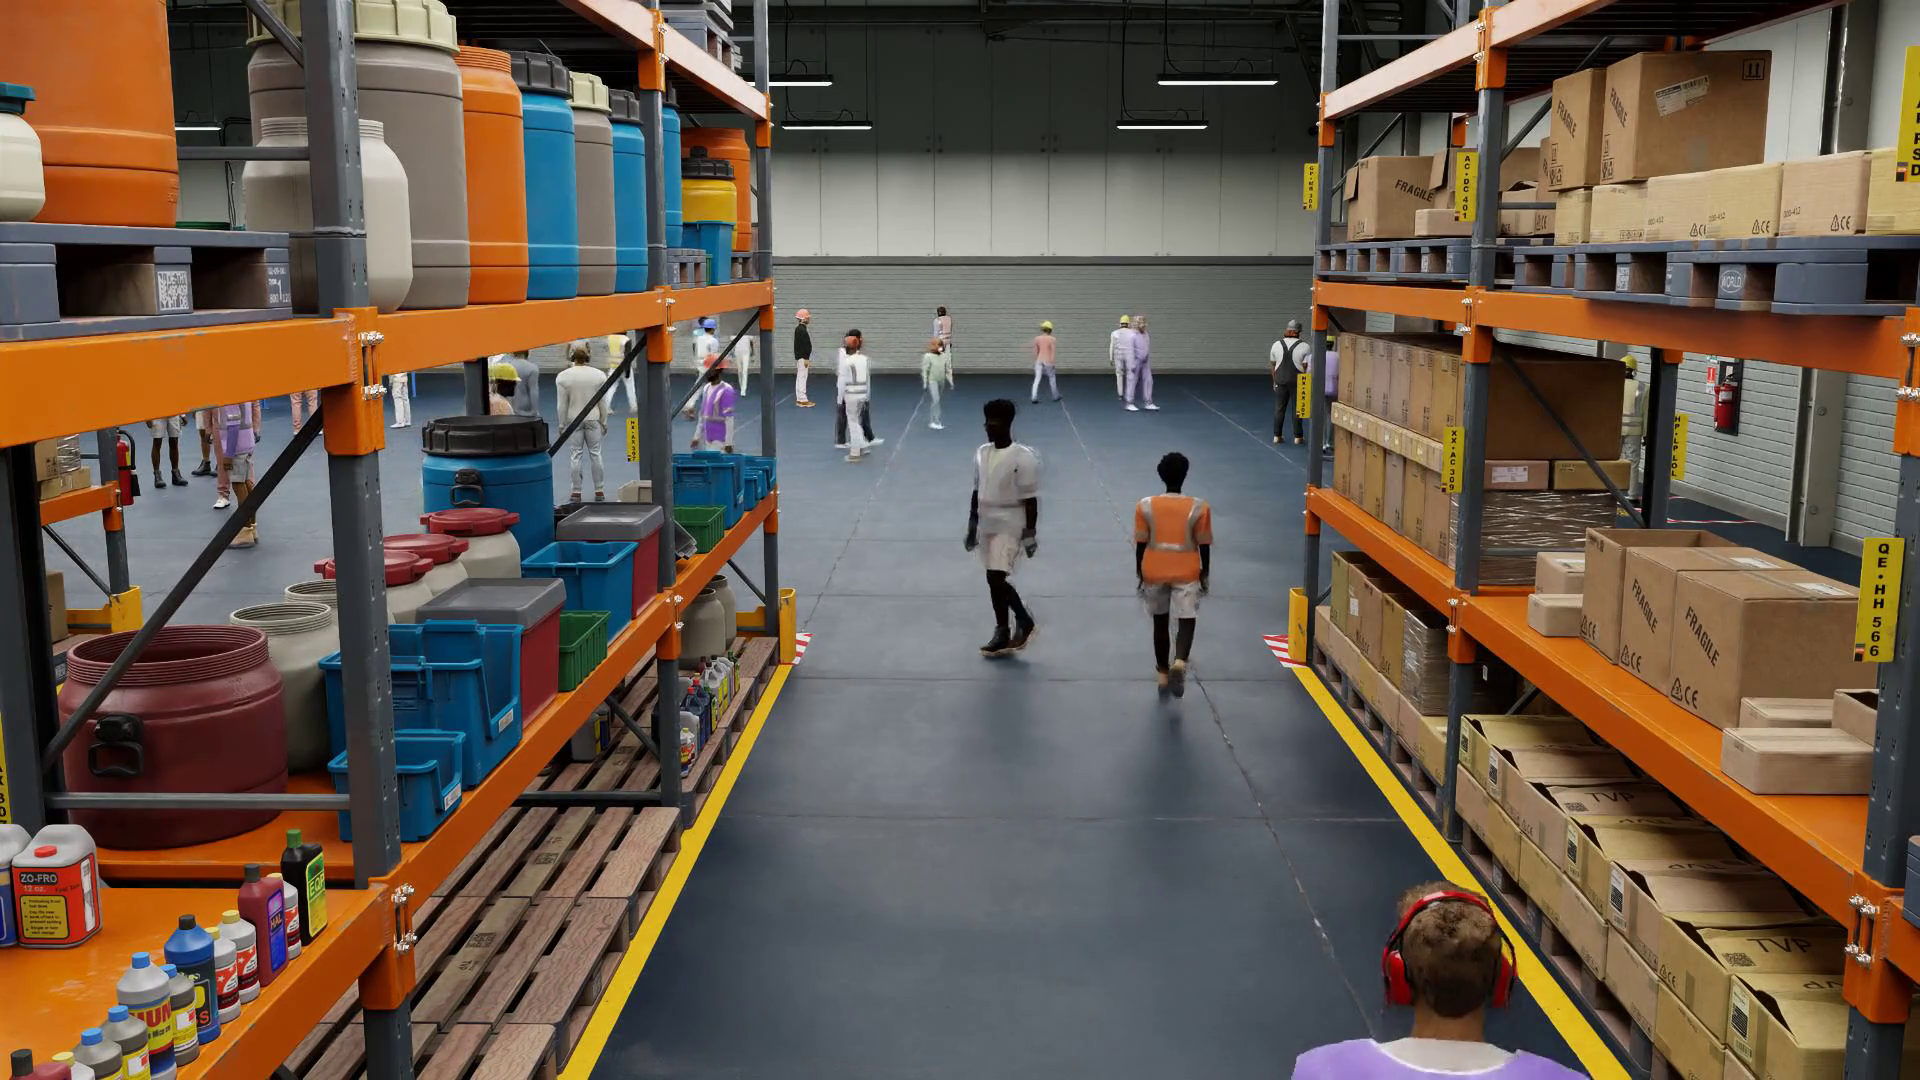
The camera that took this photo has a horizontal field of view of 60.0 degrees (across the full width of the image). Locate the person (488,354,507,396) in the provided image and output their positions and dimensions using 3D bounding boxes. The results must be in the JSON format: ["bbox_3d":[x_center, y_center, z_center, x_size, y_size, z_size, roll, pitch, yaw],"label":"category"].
[{"bbox_3d":[-8.417,-2.877,30.122,0.526,1.621,0.527,1,10,8],"label":"person"}]

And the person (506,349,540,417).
[{"bbox_3d":[-6.056,-1.813,22.981,0.650,1.886,1.015,3,10,20],"label":"person"}]

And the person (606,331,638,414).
[{"bbox_3d":[-6.664,-3.368,32.548,0.630,1.808,0.932,5,11,29],"label":"person"}]

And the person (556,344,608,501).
[{"bbox_3d":[-4.687,-1.457,20.675,0.627,1.940,0.371,-3,10,-19],"label":"person"}]

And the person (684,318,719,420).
[{"bbox_3d":[-4.802,-3.229,31.390,0.602,1.913,0.946,7,12,37],"label":"person"}]

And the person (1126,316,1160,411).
[{"bbox_3d":[3.640,-3.487,33.010,0.796,1.878,0.669,9,13,43],"label":"person"}]

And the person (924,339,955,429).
[{"bbox_3d":[-0.343,-2.751,29.416,0.510,1.599,0.769,-7,12,-35],"label":"person"}]

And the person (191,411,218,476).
[{"bbox_3d":[-10.443,-1.853,23.048,0.545,1.939,0.374,3,10,20],"label":"person"}]

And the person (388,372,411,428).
[{"bbox_3d":[-10.059,-2.825,29.776,0.311,1.636,0.523,2,10,13],"label":"person"}]

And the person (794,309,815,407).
[{"bbox_3d":[-3.225,-3.753,34.257,0.375,1.997,0.609,-3,10,-17],"label":"person"}]

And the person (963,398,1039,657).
[{"bbox_3d":[0.286,-0.092,12.456,0.415,1.947,0.613,-7,12,-35],"label":"person"}]

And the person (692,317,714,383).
[{"bbox_3d":[-5.965,-4.348,38.718,0.541,1.696,0.315,-1,10,-8],"label":"person"}]

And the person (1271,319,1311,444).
[{"bbox_3d":[5.467,-2.601,27.354,0.677,2.000,0.536,5,11,29],"label":"person"}]

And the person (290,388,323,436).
[{"bbox_3d":[-11.232,-2.732,28.421,0.646,1.904,0.401,-2,10,-13],"label":"person"}]

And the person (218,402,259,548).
[{"bbox_3d":[-7.567,-0.957,17.362,0.365,2.047,0.608,-2,10,-11],"label":"person"}]

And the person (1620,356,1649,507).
[{"bbox_3d":[8.064,-1.317,20.189,0.586,1.822,0.403,5,11,27],"label":"person"}]

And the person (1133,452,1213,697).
[{"bbox_3d":[1.431,0.244,11.270,0.540,1.678,0.666,2,10,14],"label":"person"}]

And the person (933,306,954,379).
[{"bbox_3d":[-0.451,-4.995,42.168,0.621,1.841,0.429,-8,12,-40],"label":"person"}]

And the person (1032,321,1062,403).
[{"bbox_3d":[1.802,-3.752,35.104,0.541,1.715,0.929,6,11,33],"label":"person"}]

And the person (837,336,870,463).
[{"bbox_3d":[-1.588,-2.085,24.638,0.414,1.872,0.615,7,12,36],"label":"person"}]

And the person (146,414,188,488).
[{"bbox_3d":[-10.505,-1.673,22.003,0.372,1.928,0.543,8,12,39],"label":"person"}]

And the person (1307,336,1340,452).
[{"bbox_3d":[5.737,-2.327,26.104,0.601,1.882,0.993,1,10,5],"label":"person"}]

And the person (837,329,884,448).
[{"bbox_3d":[-1.634,-2.432,26.676,0.886,1.884,0.614,-7,12,-36],"label":"person"}]

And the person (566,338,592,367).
[{"bbox_3d":[-8.107,-3.856,35.341,0.497,1.848,0.467,-8,12,-39],"label":"person"}]

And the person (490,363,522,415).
[{"bbox_3d":[-4.665,-0.903,17.489,0.848,1.898,0.605,-3,10,-16],"label":"person"}]

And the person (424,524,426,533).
[{"bbox_3d":[-3.298,0.129,11.310,0.642,1.899,1.013,0,9,1],"label":"person"}]

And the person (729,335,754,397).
[{"bbox_3d":[-4.850,-4.117,36.952,0.532,1.830,0.960,0,9,-1],"label":"person"}]

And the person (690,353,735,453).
[{"bbox_3d":[-2.801,-1.164,18.940,0.398,1.933,0.563,-7,12,-35],"label":"person"}]

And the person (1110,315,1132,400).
[{"bbox_3d":[3.537,-3.948,35.985,0.608,1.805,0.724,1,10,5],"label":"person"}]

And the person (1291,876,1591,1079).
[{"bbox_3d":[0.870,1.552,3.054,0.575,1.816,0.869,2,10,10],"label":"person"}]

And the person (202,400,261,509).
[{"bbox_3d":[-8.771,-1.333,20.029,0.651,1.906,0.403,-2,10,-11],"label":"person"}]
